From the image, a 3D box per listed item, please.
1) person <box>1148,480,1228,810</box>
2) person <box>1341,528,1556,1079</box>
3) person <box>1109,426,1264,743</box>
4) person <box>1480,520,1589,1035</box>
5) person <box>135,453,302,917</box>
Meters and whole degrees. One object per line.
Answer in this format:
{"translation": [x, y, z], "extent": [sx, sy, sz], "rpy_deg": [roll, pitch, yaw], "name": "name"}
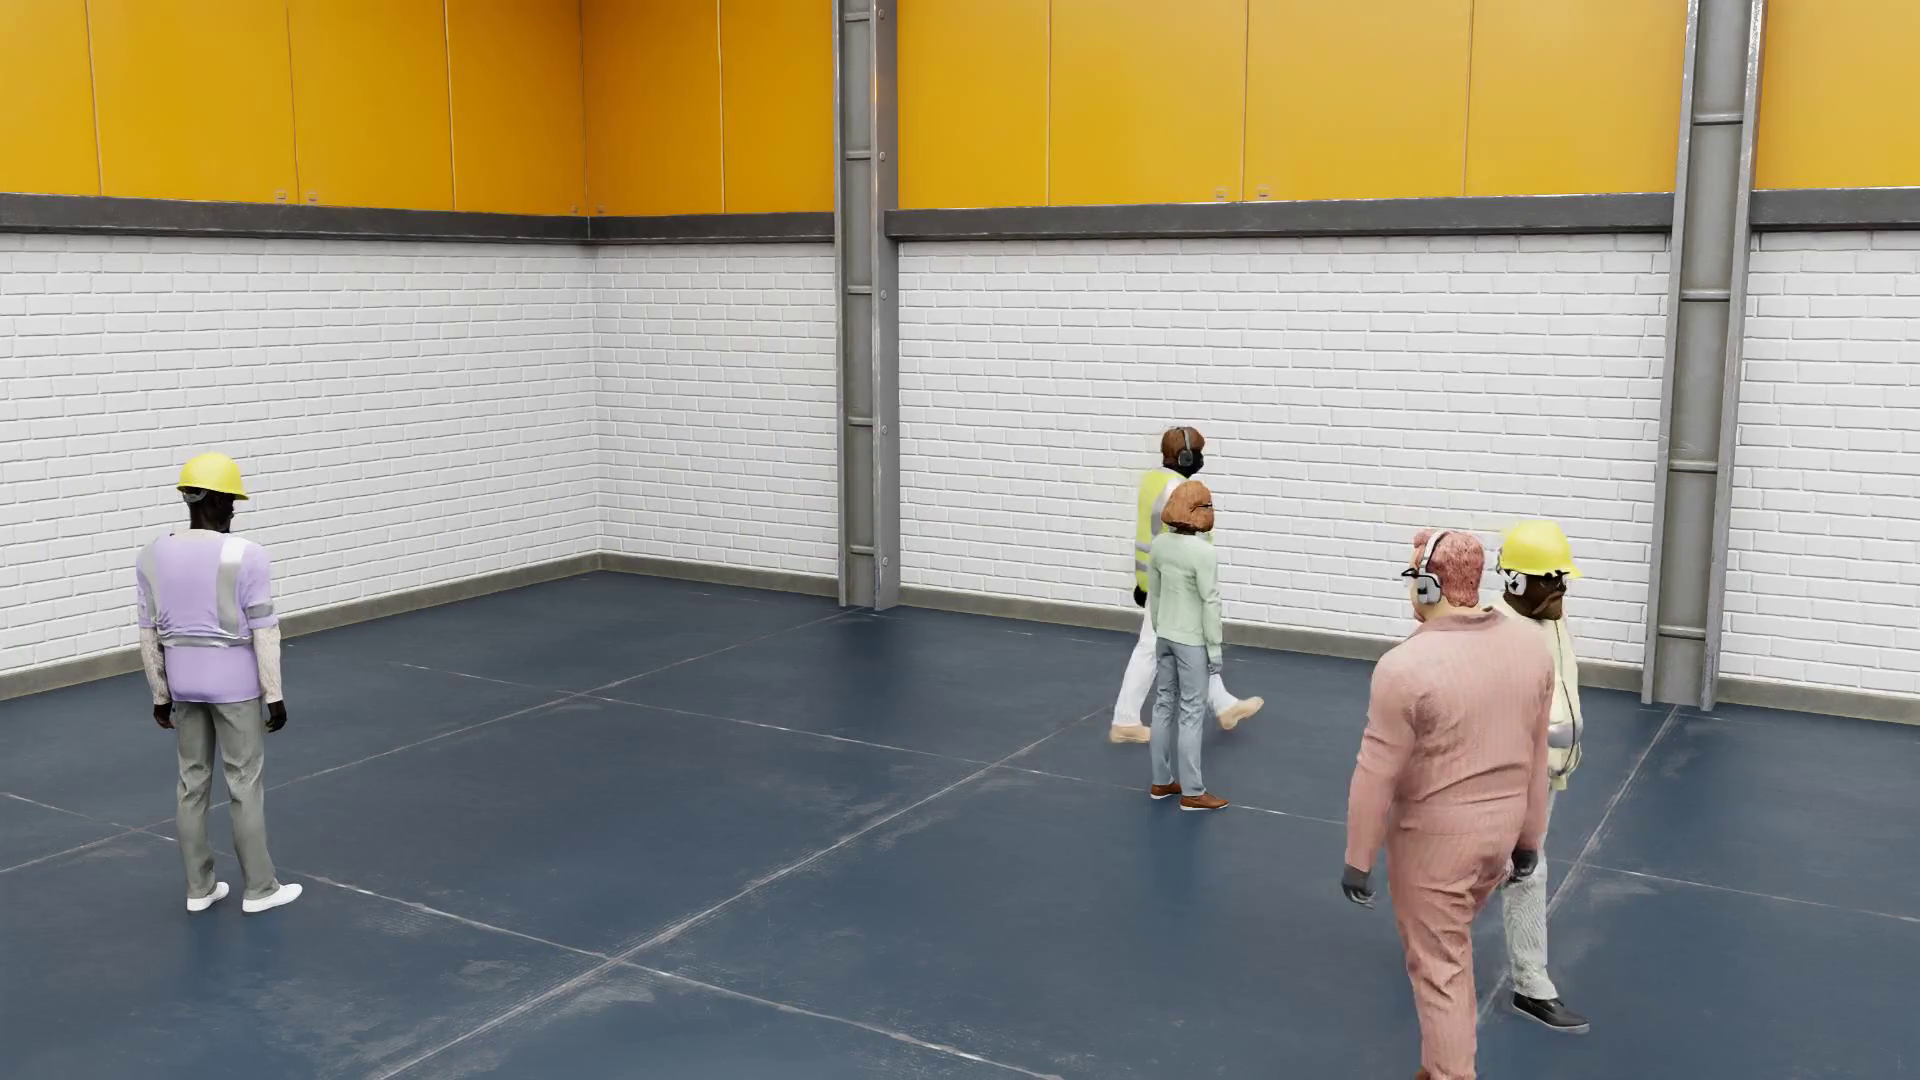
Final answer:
{"translation": [1.125, 0.517, 8.261], "extent": [0.279, 1.634, 0.497], "rpy_deg": [-5, 11, -30], "name": "person"}
{"translation": [1.446, 0.900, 5.083], "extent": [0.674, 1.883, 0.607], "rpy_deg": [-5, 10, -27], "name": "person"}
{"translation": [1.282, 0.256, 9.379], "extent": [0.973, 1.791, 0.653], "rpy_deg": [-2, 9, -10], "name": "person"}
{"translation": [1.932, 0.799, 5.986], "extent": [0.587, 1.807, 0.767], "rpy_deg": [-8, 12, -41], "name": "person"}
{"translation": [-3.060, 0.601, 6.862], "extent": [0.587, 1.916, 0.392], "rpy_deg": [2, 9, 9], "name": "person"}
